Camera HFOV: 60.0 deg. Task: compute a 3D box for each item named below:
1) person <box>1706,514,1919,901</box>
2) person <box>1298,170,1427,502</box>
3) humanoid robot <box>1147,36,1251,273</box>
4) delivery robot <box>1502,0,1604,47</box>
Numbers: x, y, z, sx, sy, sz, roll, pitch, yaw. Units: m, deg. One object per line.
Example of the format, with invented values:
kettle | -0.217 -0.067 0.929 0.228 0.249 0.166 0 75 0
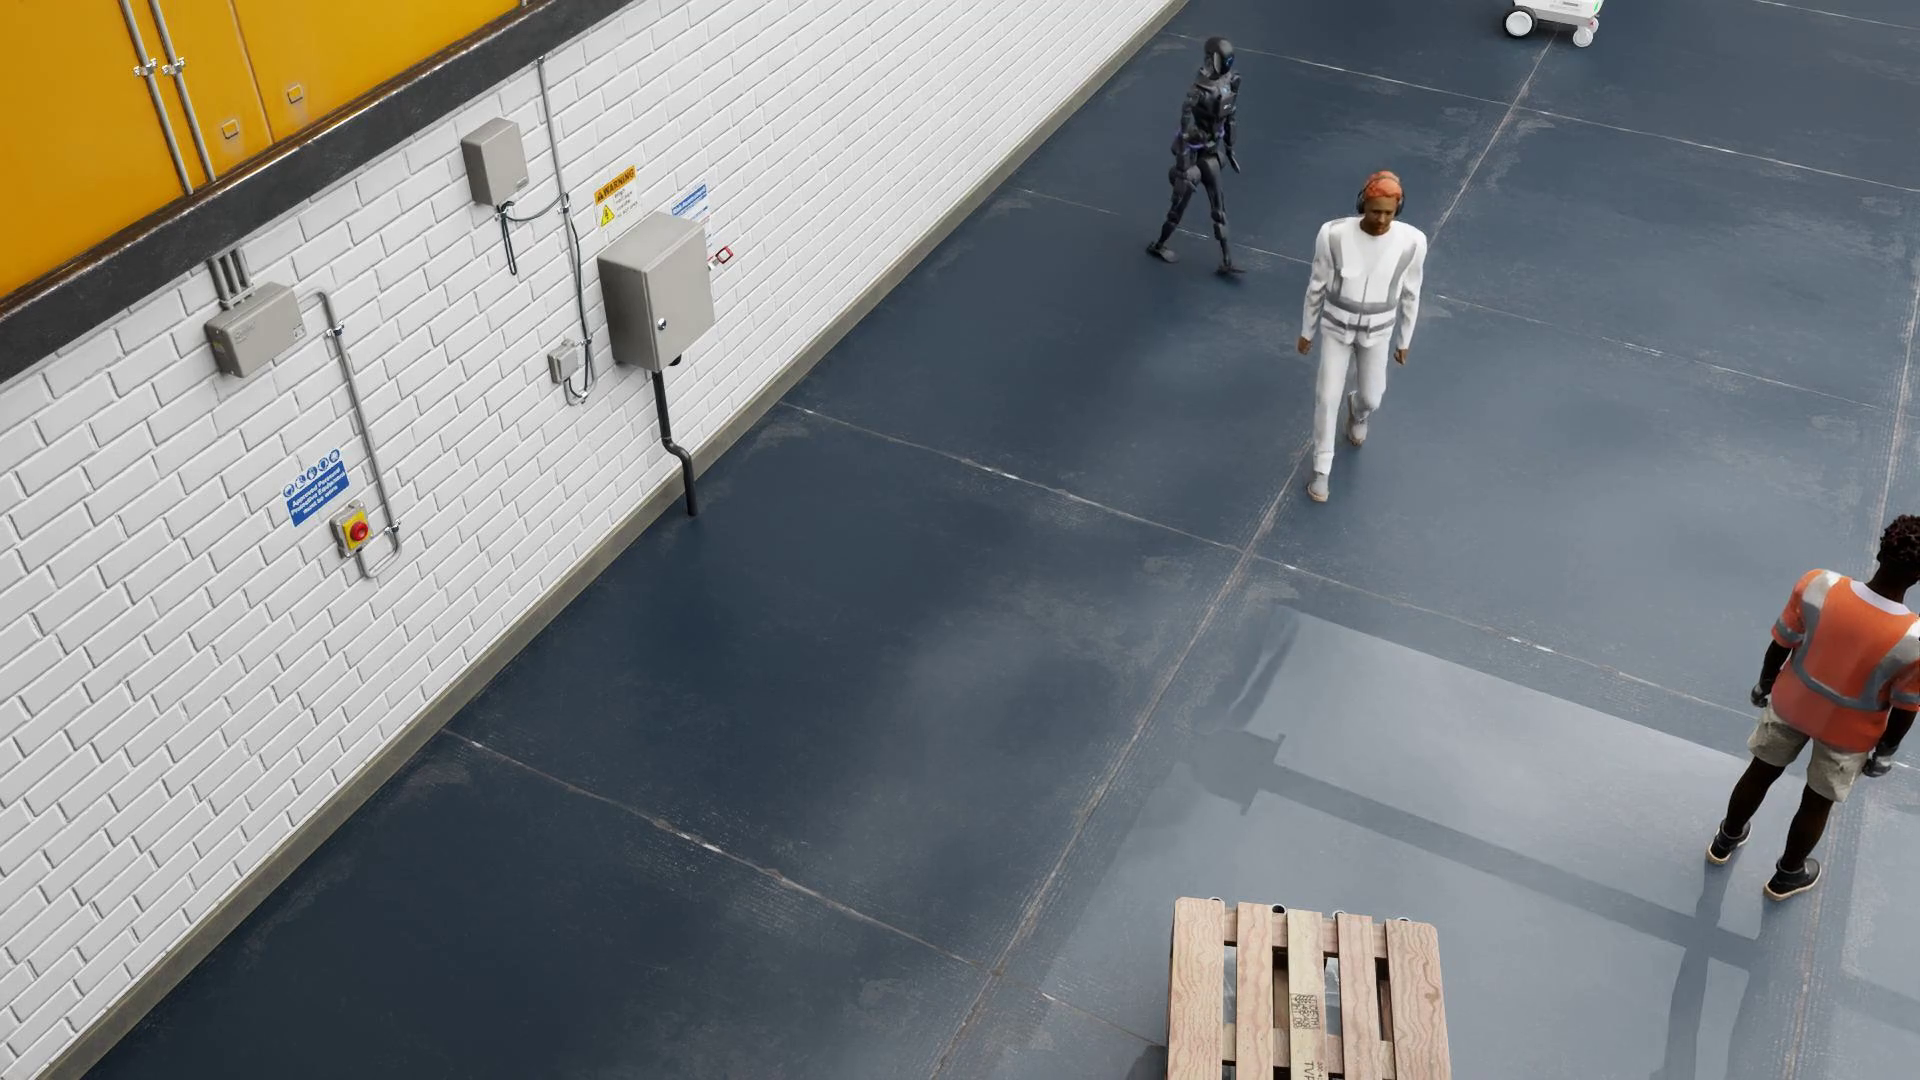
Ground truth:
person | 3.517 0.691 6.738 0.366 1.964 0.608 -28 48 -29
person | 2.125 -1.127 8.920 0.595 1.865 0.708 8 41 9
humanoid robot | 1.575 -2.430 10.598 0.603 1.628 0.757 -32 50 -31
delivery robot | 4.914 -4.435 13.772 0.804 0.610 0.499 18 44 19
